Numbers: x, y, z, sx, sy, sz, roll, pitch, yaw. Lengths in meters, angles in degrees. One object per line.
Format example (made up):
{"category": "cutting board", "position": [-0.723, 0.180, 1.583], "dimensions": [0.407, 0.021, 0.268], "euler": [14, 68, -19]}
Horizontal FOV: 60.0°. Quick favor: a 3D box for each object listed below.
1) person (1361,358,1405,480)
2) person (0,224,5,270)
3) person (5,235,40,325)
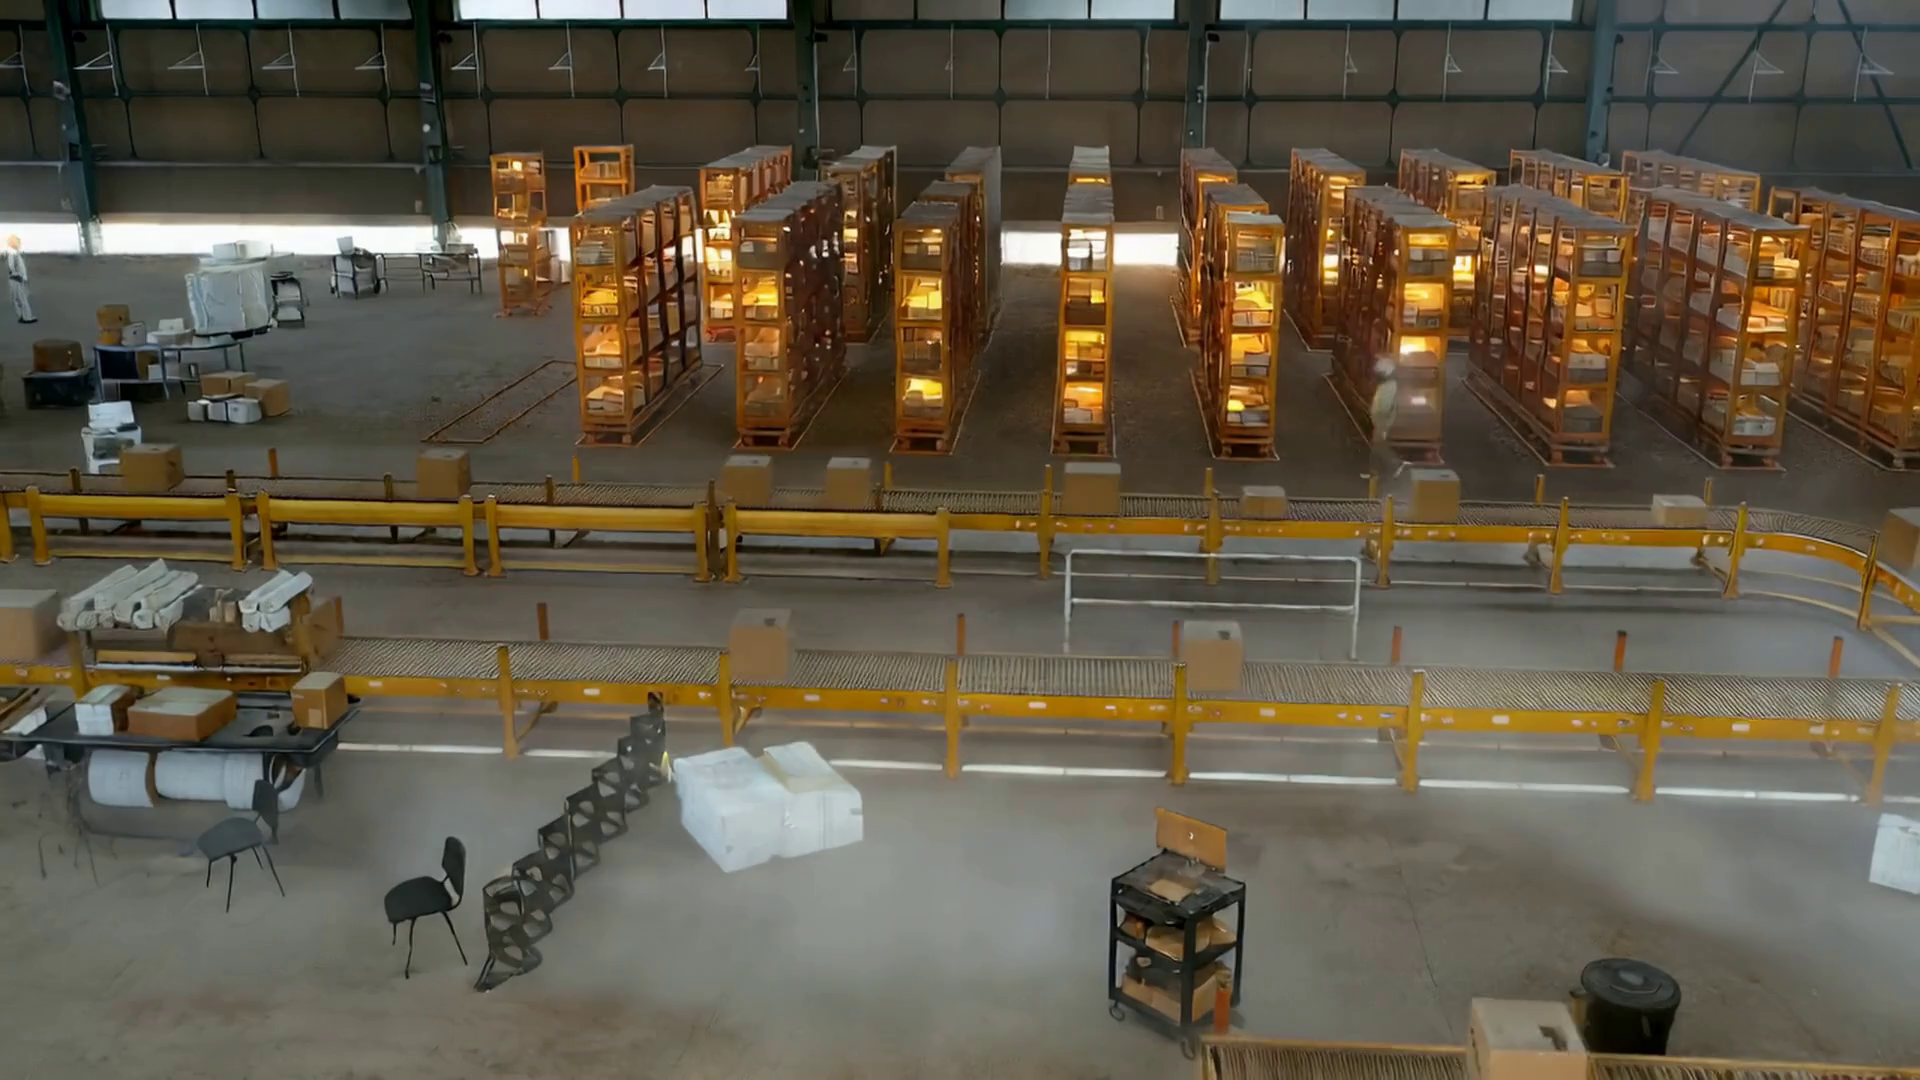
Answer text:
{"category": "person", "position": [6.160, -1.731, 24.071], "dimensions": [0.517, 1.820, 0.611], "euler": [3, 18, 11]}
{"category": "person", "position": [-25.823, -8.168, 44.214], "dimensions": [0.624, 1.993, 0.391], "euler": [-12, 21, -33]}
{"category": "person", "position": [-20.601, -5.702, 36.468], "dimensions": [0.618, 1.944, 0.396], "euler": [11, 20, 30]}
